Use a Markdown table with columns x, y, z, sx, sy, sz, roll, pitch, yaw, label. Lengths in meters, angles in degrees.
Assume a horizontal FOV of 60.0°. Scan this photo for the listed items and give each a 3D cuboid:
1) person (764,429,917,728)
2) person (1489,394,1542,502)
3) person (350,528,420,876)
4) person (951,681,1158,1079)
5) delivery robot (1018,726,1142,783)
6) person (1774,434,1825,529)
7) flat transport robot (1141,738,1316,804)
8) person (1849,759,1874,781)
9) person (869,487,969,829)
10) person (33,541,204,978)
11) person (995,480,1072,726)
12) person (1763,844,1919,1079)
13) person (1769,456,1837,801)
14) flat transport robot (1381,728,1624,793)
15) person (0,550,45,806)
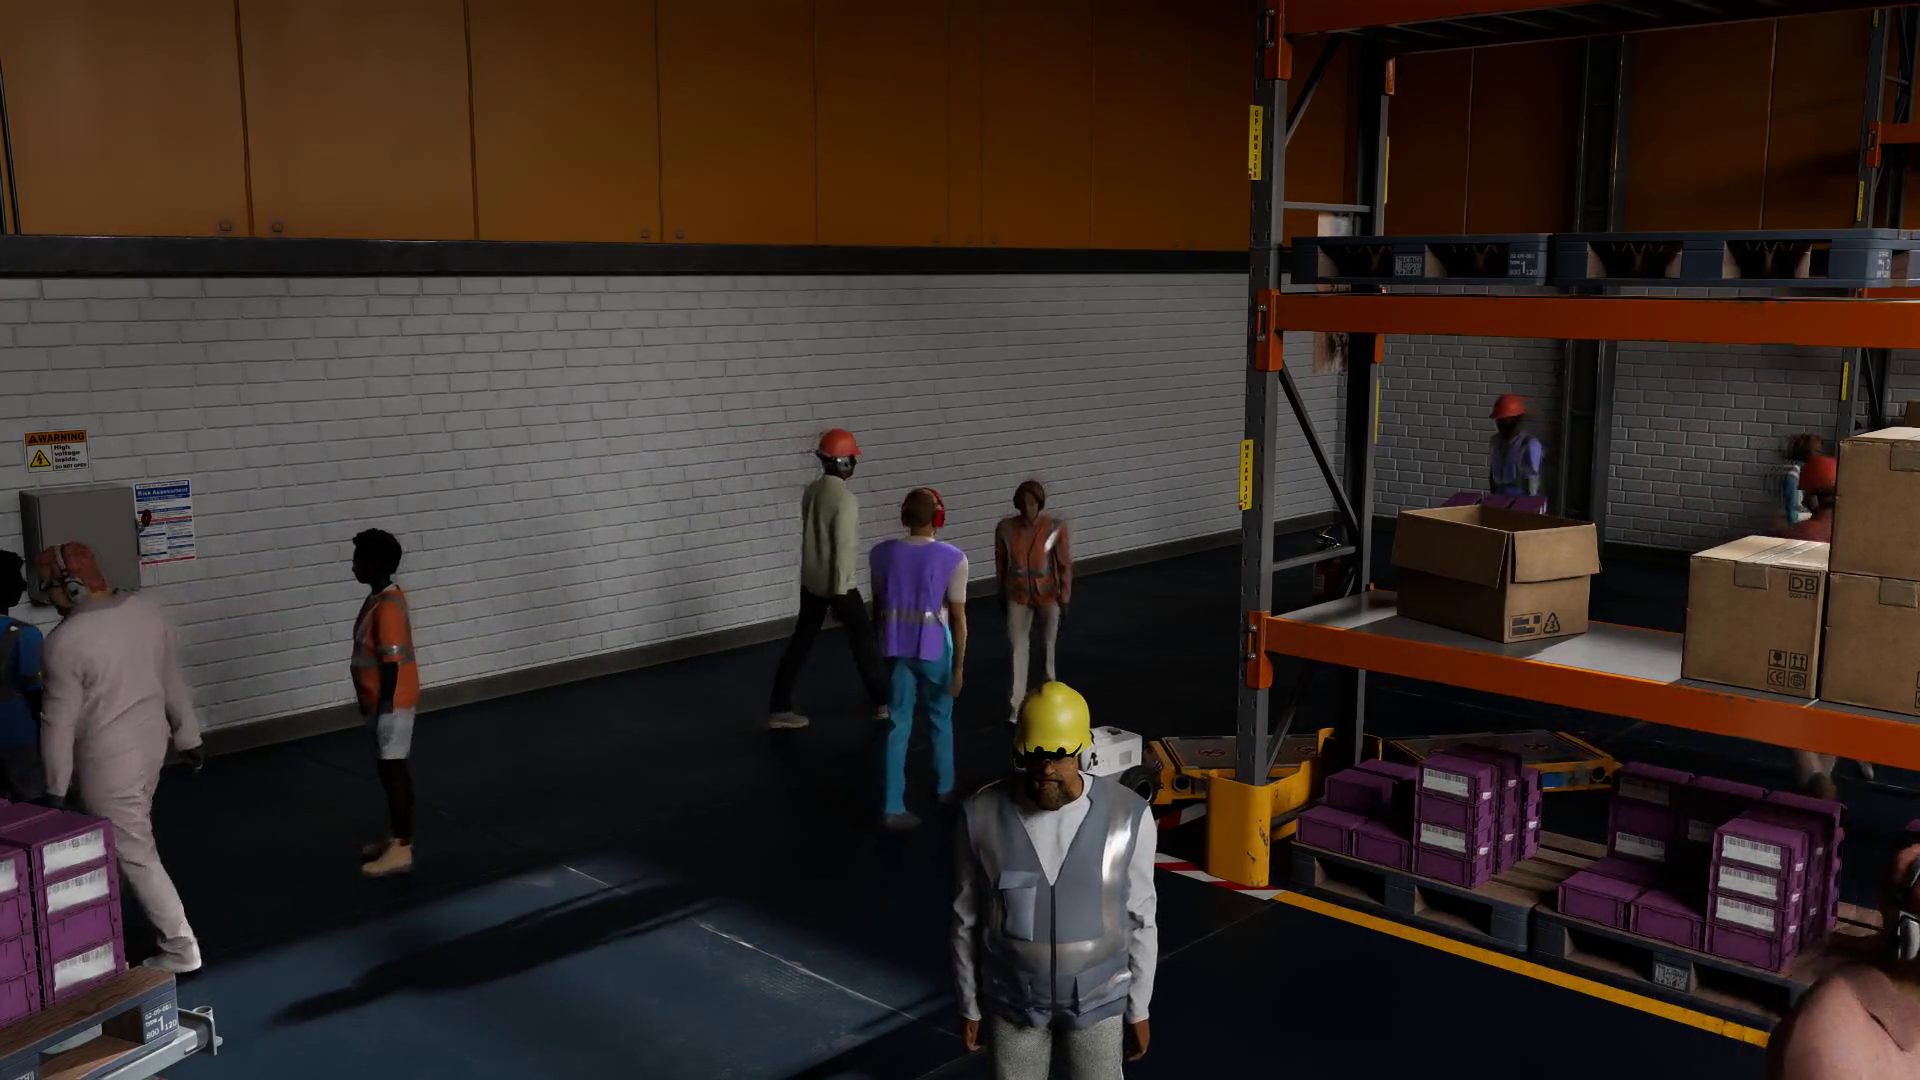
| x | y | z | sx | sy | sz | roll | pitch | yaw | label |
| --- | --- | --- | --- | --- | --- | --- | --- | --- | --- |
| -0.811 | 0.250 | 10.715 | 1.067 | 1.936 | 0.637 | -6 | 11 | -34 | person |
| 4.655 | -0.284 | 14.065 | 0.500 | 1.913 | 0.552 | -5 | 11 | -30 | person |
| -2.820 | 0.782 | 8.174 | 0.318 | 1.697 | 0.558 | -3 | 10 | -20 | person |
| 0.265 | 1.284 | 4.723 | 0.586 | 1.824 | 0.404 | 1 | 9 | 5 | person |
| 0.644 | 1.180 | 8.933 | 0.707 | 0.478 | 0.477 | -8 | 12 | -40 | delivery robot |
| 6.864 | -0.045 | 13.489 | 0.548 | 1.616 | 0.619 | -8 | 12 | -40 | person |
| 1.640 | 1.289 | 9.419 | 1.431 | 0.197 | 0.652 | -1 | 9 | -3 | flat transport robot |
| 5.383 | 0.567 | 9.166 | 0.739 | 1.814 | 0.518 | 4 | 10 | 25 | person |
| -0.227 | 0.623 | 8.900 | 0.560 | 1.797 | 0.893 | 2 | 10 | 14 | person |
| -3.583 | 0.909 | 6.923 | 0.916 | 1.849 | 0.722 | 2 | 9 | 10 | person |
| 0.482 | 0.392 | 10.894 | 0.522 | 1.582 | 0.899 | 2 | 9 | 11 | person |
| 1.857 | 1.494 | 3.352 | 0.664 | 1.856 | 1.021 | -4 | 10 | -25 | person |
| 4.568 | 0.547 | 8.806 | 0.644 | 1.970 | 0.780 | 2 | 9 | 11 | person |
| 3.091 | 1.279 | 9.484 | 1.431 | 0.197 | 0.652 | -2 | 9 | -11 | flat transport robot |
| -4.303 | 0.891 | 7.520 | 0.548 | 1.694 | 0.330 | 3 | 10 | 18 | person |
